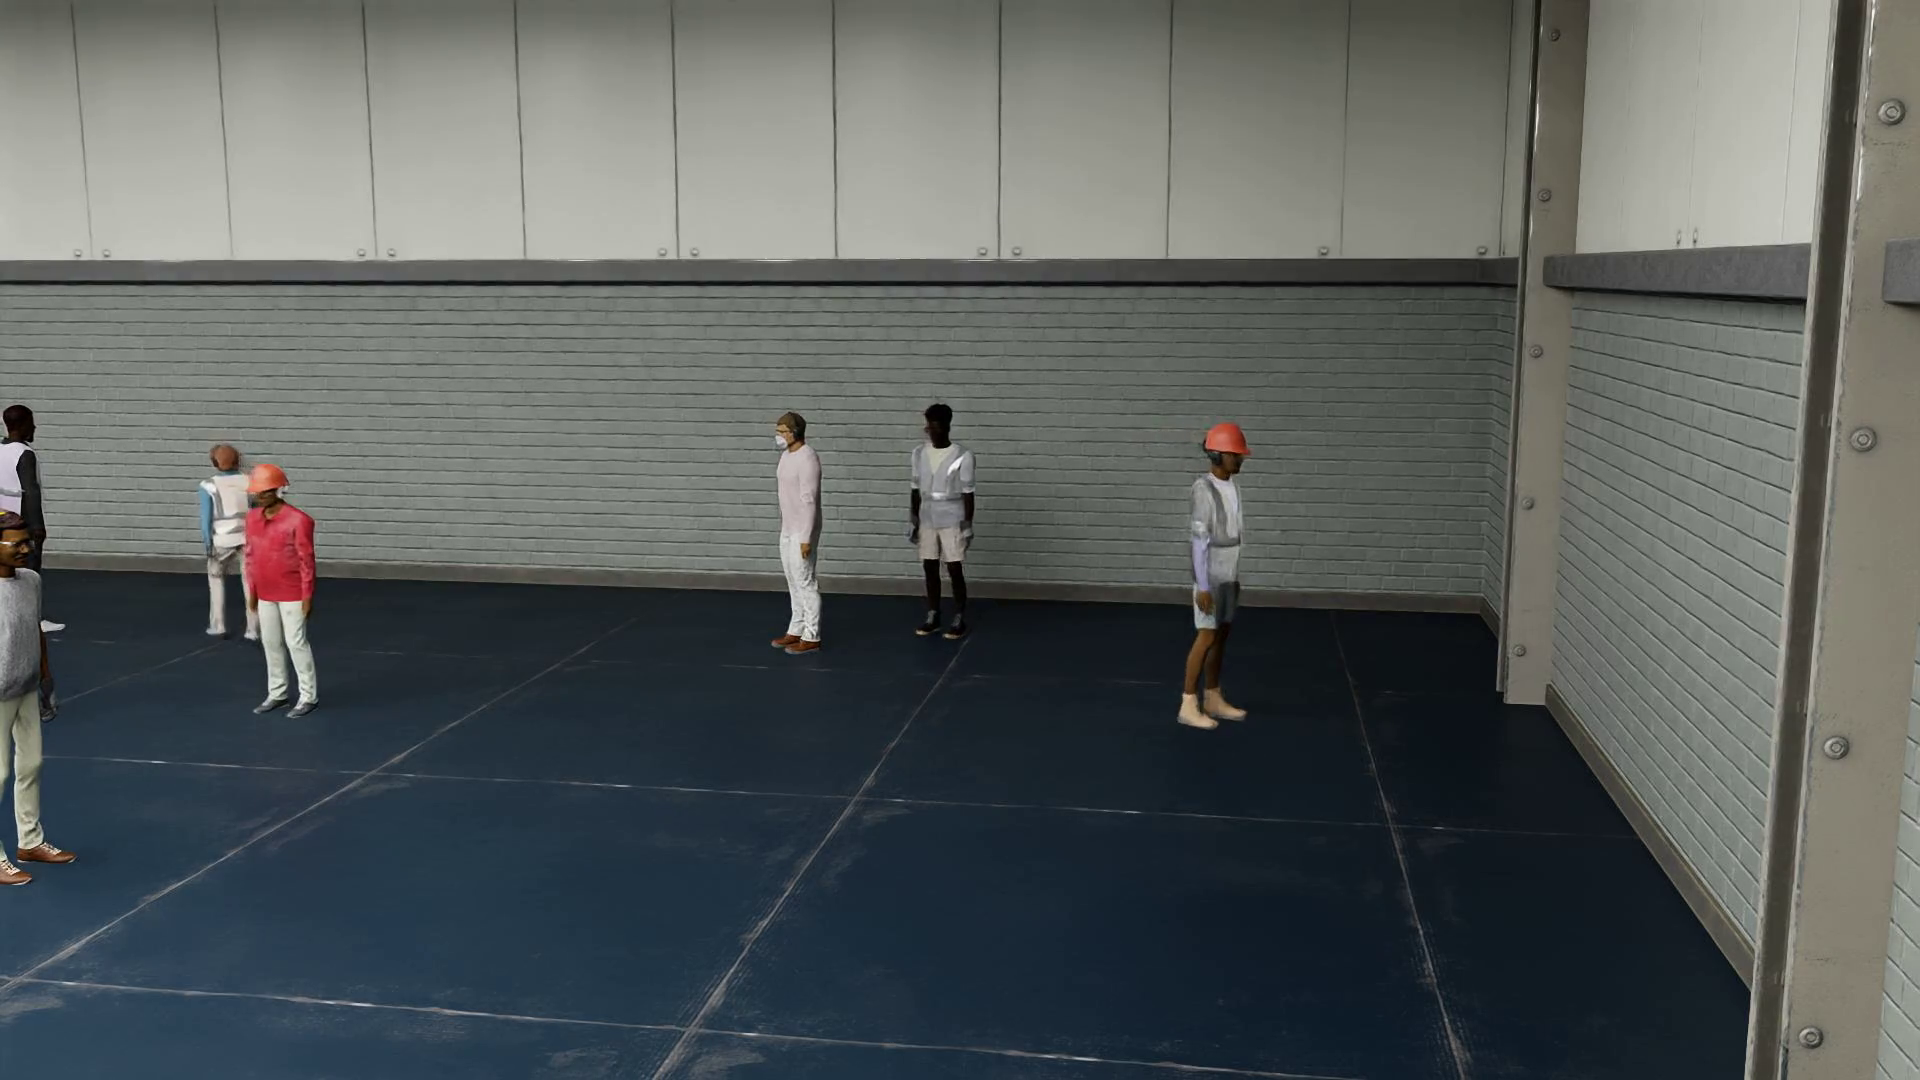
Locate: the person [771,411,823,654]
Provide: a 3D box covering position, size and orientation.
[{"bbox_3d":[-1.288,-0.060,13.211,0.385,1.932,0.637,-4,10,-24],"label":"person"}]

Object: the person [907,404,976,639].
[{"bbox_3d":[-0.165,-0.155,13.763,0.617,1.951,0.395,6,11,33],"label":"person"}]

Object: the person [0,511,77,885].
[{"bbox_3d":[-4.720,0.776,8.290,0.327,1.861,0.506,2,9,11],"label":"person"}]

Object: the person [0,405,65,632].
[{"bbox_3d":[-7.870,-0.174,13.946,0.599,1.917,0.375,7,11,36],"label":"person"}]

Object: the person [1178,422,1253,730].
[{"bbox_3d":[1.735,0.232,11.072,0.395,2.041,0.616,5,11,30],"label":"person"}]

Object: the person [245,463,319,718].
[{"bbox_3d":[-4.633,0.342,11.307,0.579,1.740,0.358,4,10,22],"label":"person"}]

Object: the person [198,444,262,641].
[{"bbox_3d":[-5.994,0.020,13.692,0.536,1.616,0.667,-8,12,-39],"label":"person"}]
